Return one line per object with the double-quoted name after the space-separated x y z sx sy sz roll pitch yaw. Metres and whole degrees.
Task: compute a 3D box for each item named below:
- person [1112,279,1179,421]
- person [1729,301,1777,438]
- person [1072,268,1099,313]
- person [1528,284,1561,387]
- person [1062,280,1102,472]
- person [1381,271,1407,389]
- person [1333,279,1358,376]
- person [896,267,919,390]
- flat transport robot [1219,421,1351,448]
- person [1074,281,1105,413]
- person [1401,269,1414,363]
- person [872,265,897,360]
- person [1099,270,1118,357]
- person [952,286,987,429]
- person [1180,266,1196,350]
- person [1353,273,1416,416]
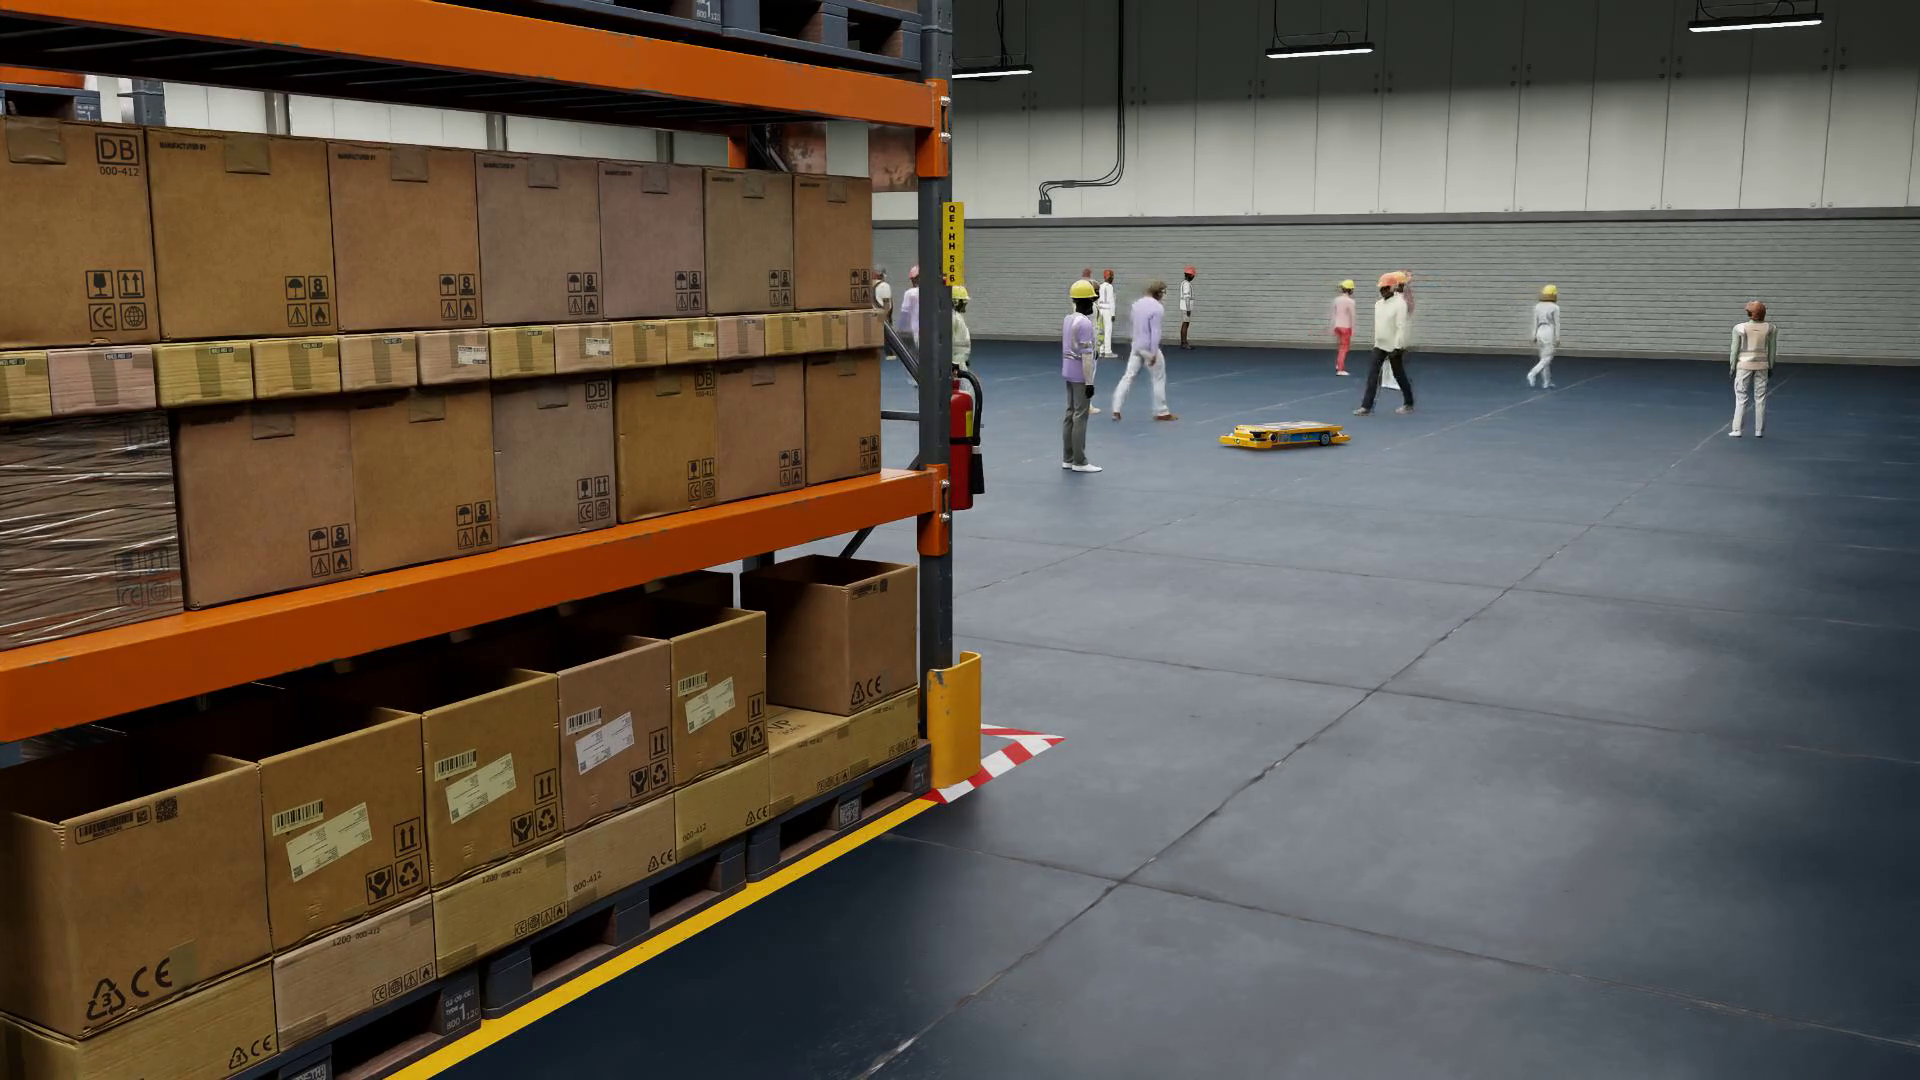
2.407 -2.484 21.883 0.860 1.895 0.643 -5 11 -29 "person"
9.509 -2.044 19.968 0.514 1.645 0.308 2 10 9 "person"
3.068 -5.644 40.372 0.679 1.864 0.933 1 10 6 "person"
9.624 -3.349 27.387 0.705 1.719 0.488 -6 11 -31 "person"
1.229 -1.651 16.837 0.374 1.928 0.606 -3 10 -17 "person"
7.128 -3.434 27.278 0.378 1.927 0.590 -2 10 -13 "person"
7.054 -3.871 30.350 0.460 1.749 0.543 -5 11 -27 "person"
-0.711 -3.441 27.117 0.647 1.985 0.986 -8 13 -40 "person"
3.754 -1.222 19.165 1.431 0.197 0.652 -6 11 -31 "flat transport robot"
1.794 -2.671 23.089 0.430 1.837 0.626 -2 10 -13 "person"
9.112 -4.596 34.141 0.402 1.906 0.652 2 10 14 "person"
-1.738 -4.767 34.749 0.686 2.000 0.923 8 13 39 "person"
3.180 -4.874 35.840 0.355 1.883 0.576 -4 10 -22 "person"
0.049 -2.279 20.853 0.749 1.803 0.609 0 10 -1 "person"
5.319 -5.410 38.828 0.362 1.934 0.543 0 10 1 "person"
5.890 -2.670 22.757 1.009 1.950 0.630 -5 11 -29 "person"
